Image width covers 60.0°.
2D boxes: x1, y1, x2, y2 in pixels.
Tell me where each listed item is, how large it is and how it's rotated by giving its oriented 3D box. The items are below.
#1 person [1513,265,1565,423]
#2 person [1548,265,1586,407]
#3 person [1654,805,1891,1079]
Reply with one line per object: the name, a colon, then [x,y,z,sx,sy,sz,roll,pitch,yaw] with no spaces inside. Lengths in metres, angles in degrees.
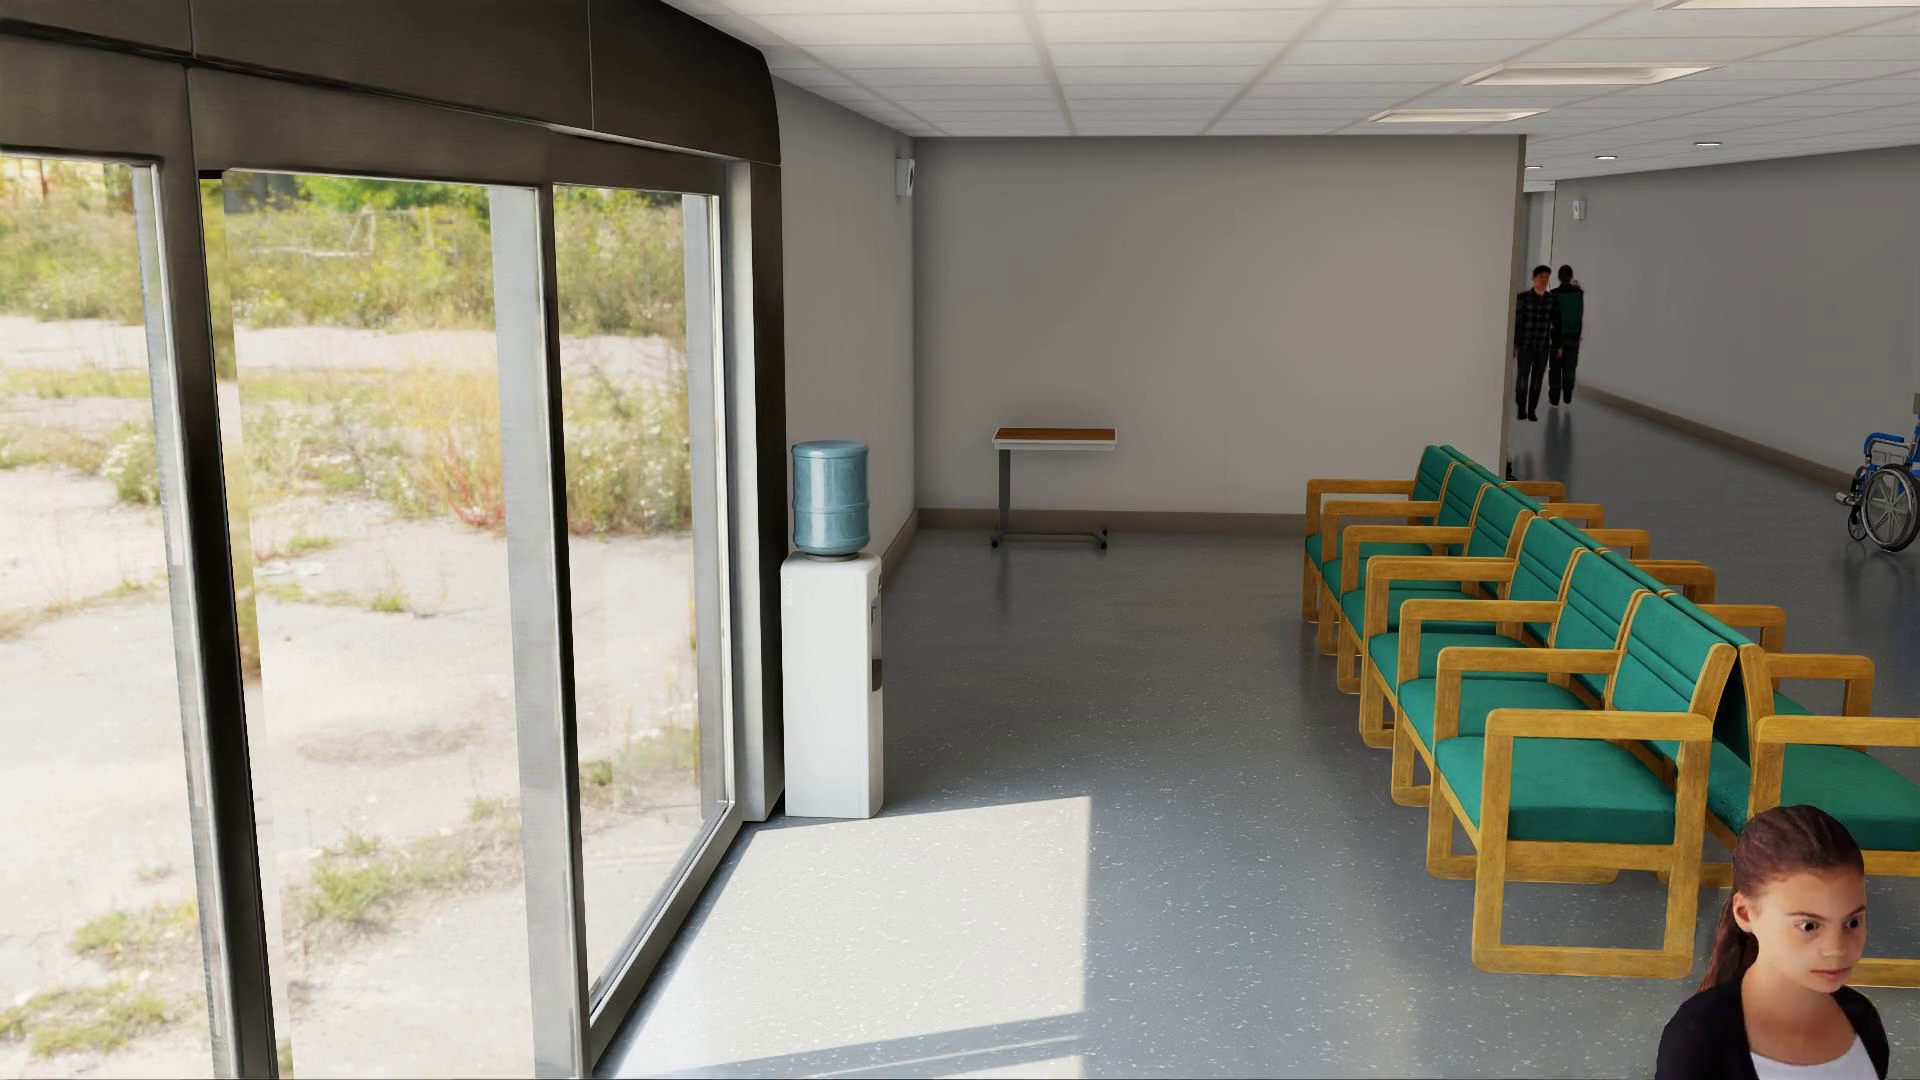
person: [6.287,-2.158,18.234,0.719,1.707,0.762,2,11,8]
person: [7.814,-2.622,21.479,0.920,1.826,0.775,2,11,12]
person: [1.148,1.117,2.556,0.921,1.534,0.797,-3,11,-14]
